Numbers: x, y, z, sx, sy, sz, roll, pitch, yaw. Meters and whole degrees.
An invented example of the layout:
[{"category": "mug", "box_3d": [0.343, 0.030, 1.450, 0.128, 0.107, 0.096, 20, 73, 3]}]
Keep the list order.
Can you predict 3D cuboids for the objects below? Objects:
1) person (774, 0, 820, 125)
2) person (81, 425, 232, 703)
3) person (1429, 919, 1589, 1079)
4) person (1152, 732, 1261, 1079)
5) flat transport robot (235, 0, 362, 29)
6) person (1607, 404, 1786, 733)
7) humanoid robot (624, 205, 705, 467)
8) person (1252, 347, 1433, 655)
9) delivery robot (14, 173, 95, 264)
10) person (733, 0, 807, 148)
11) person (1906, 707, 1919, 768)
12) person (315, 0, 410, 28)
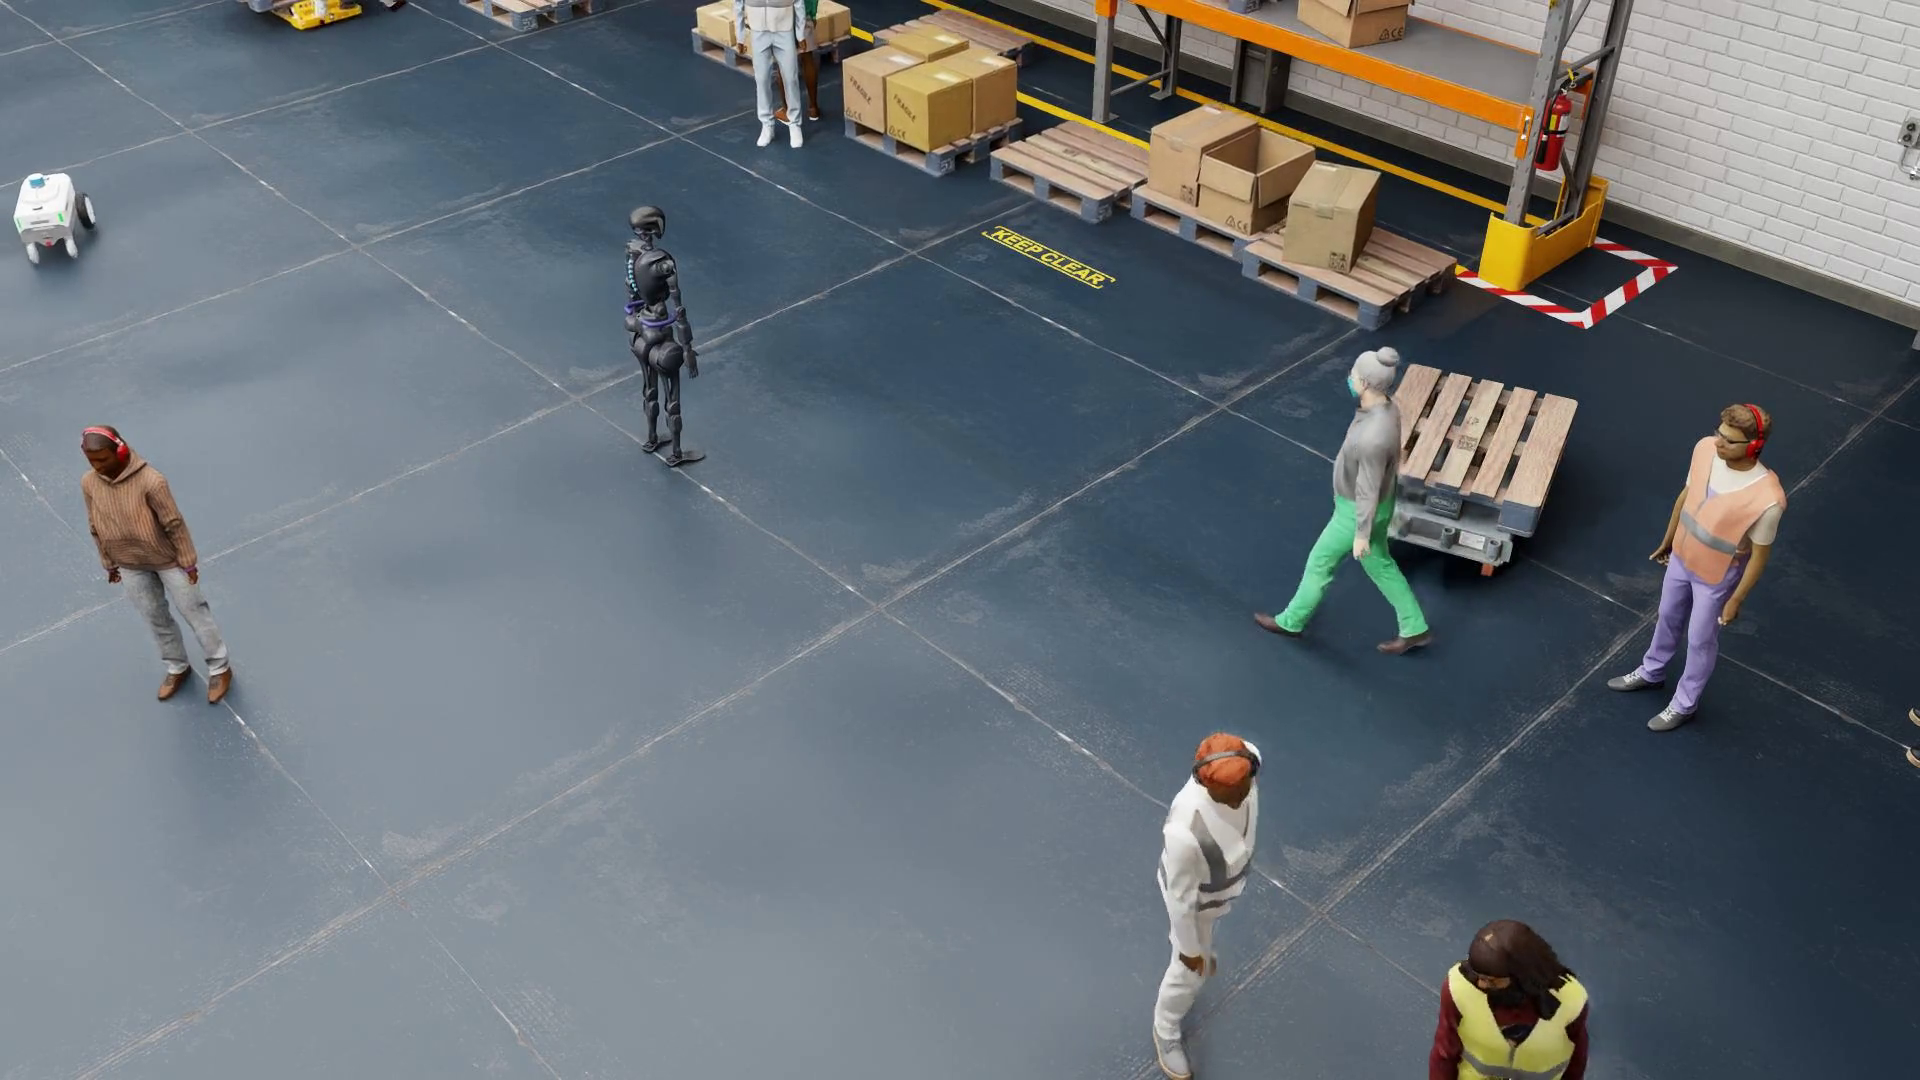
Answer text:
[{"category": "person", "box_3d": [-1.432, -4.444, 14.106, 0.504, 1.848, 0.377, -13, 39, -16]}, {"category": "person", "box_3d": [-4.001, 0.105, 8.252, 0.474, 1.646, 0.325, 1, 37, 2]}, {"category": "person", "box_3d": [1.930, 1.906, 5.792, 0.639, 1.750, 0.370, 7, 38, 9]}, {"category": "person", "box_3d": [0.974, 1.317, 6.485, 0.341, 1.861, 0.761, 19, 41, 23]}, {"category": "flat transport robot", "box_3d": [-6.716, -5.491, 16.803, 1.431, 0.231, 0.659, 31, 47, 34]}, {"category": "person", "box_3d": [3.619, 0.131, 8.052, 0.373, 1.842, 0.568, -11, 38, -14]}, {"category": "humanoid robot", "box_3d": [-1.815, -1.239, 9.994, 0.315, 1.657, 0.599, -28, 45, -32]}, {"category": "person", "box_3d": [2.099, -0.191, 8.518, 0.936, 1.805, 0.532, 13, 39, 16]}, {"category": "delivery robot", "box_3d": [-6.899, -2.480, 12.589, 0.499, 0.606, 0.796, -11, 39, -15]}, {"category": "person", "box_3d": [-1.563, -4.193, 13.731, 0.597, 1.907, 0.413, 0, 37, -1]}, {"category": "person", "box_3d": [4.939, 0.281, 7.754, 0.367, 1.966, 0.606, 18, 41, 22]}, {"category": "person", "box_3d": [-5.978, -5.898, 16.131, 1.018, 1.715, 0.584, -31, 47, -34]}]
